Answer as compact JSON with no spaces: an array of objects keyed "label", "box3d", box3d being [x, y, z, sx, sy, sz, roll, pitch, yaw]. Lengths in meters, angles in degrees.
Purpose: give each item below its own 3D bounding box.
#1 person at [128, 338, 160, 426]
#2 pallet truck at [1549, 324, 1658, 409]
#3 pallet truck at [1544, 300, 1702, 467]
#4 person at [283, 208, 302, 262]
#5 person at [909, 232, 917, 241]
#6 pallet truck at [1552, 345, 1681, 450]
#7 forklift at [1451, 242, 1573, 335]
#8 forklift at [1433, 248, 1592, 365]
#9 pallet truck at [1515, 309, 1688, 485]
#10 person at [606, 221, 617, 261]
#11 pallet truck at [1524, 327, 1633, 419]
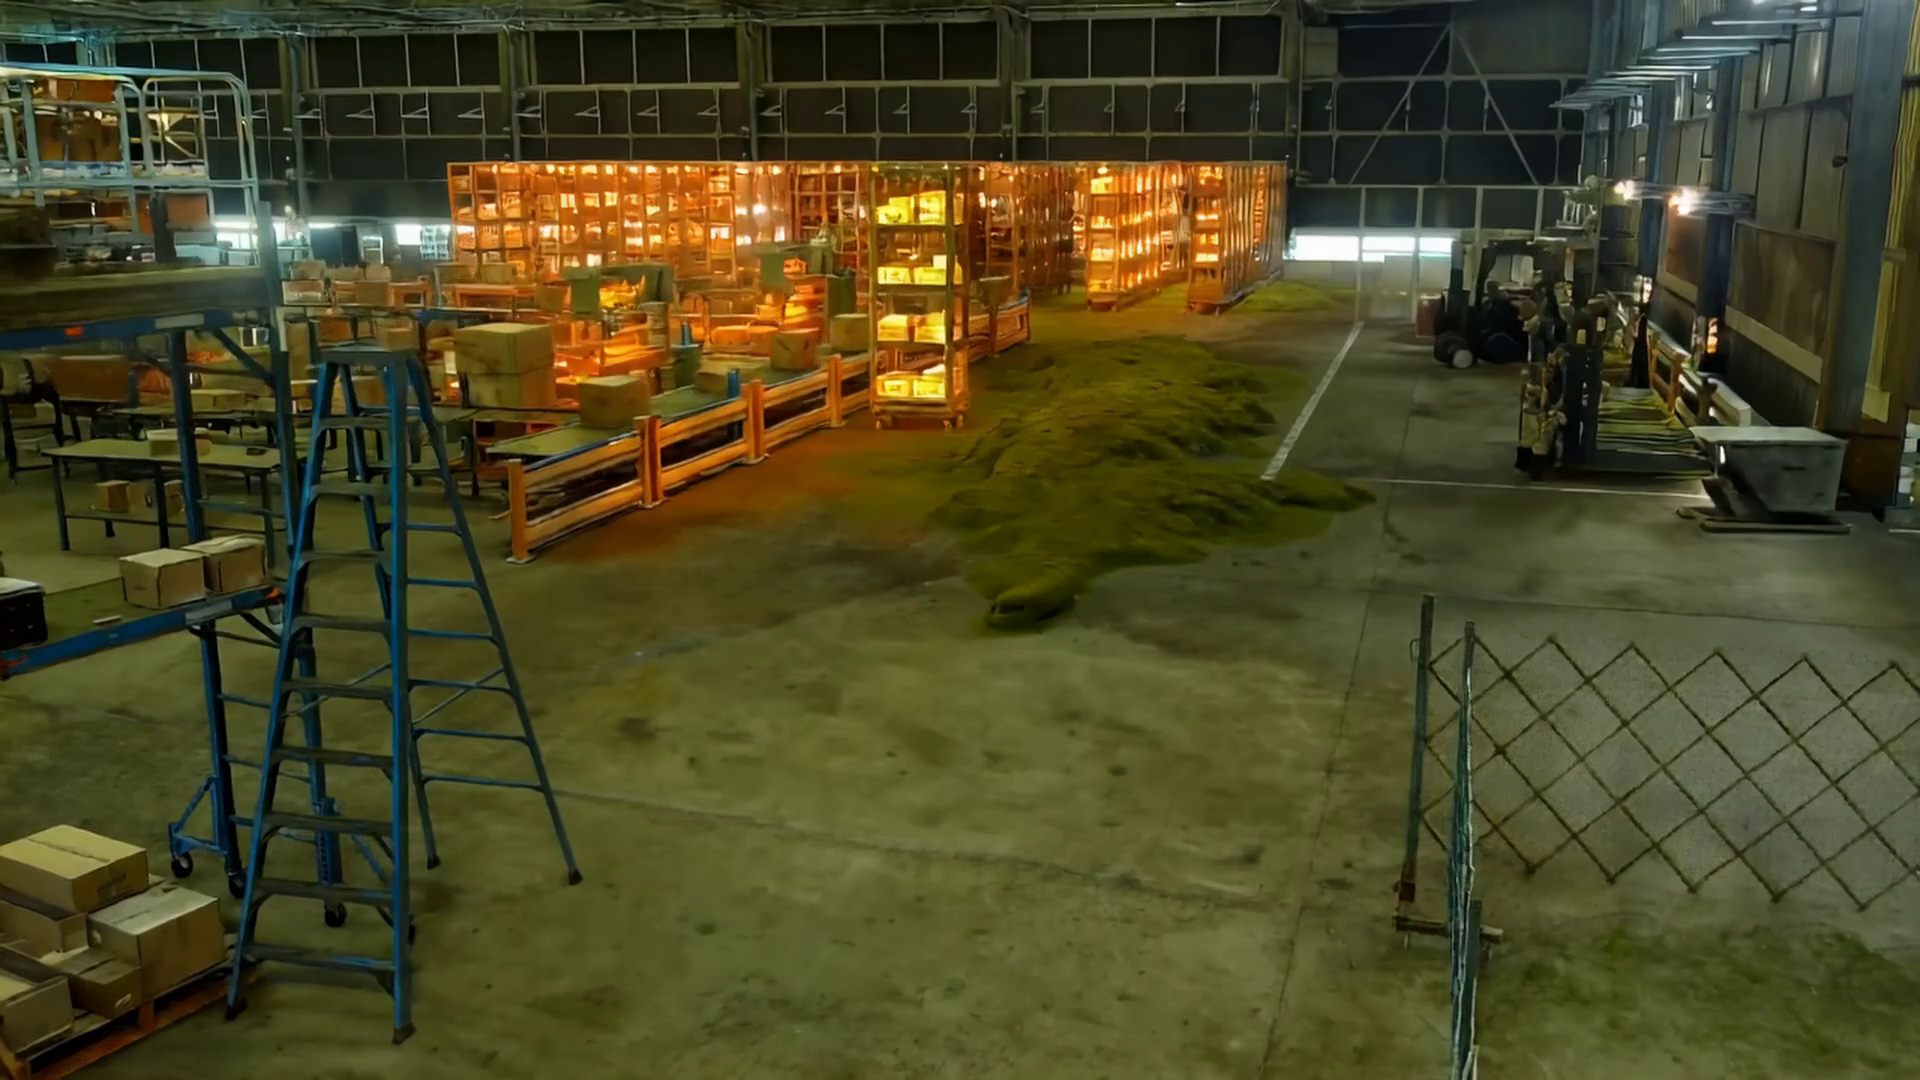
[{"label":"person","box3d":[-11.328,-2.609,23.490,1.062,1.982,0.637,-6,15,-26]},{"label":"pallet truck","box3d":[9.824,-2.669,25.407,1.601,1.201,0.680,4,14,16]},{"label":"pallet truck","box3d":[8.263,-1.952,20.631,1.885,1.965,0.823,5,14,20]},{"label":"person","box3d":[-23.761,-10.861,59.301,0.617,1.922,0.895,-9,16,-34]},{"label":"person","box3d":[-1.407,-8.550,49.616,0.874,1.784,0.611,4,14,16]},{"label":"pallet truck","box3d":[8.641,-1.896,21.908,1.630,1.274,0.653,4,14,16]},{"label":"forklift","box3d":[10.464,-4.597,31.405,2.680,1.987,1.157,4,14,16]},{"label":"forklift","box3d":[9.780,-4.111,29.280,2.680,1.987,1.157,3,13,14]},{"label":"pallet truck","box3d":[7.554,-1.677,19.446,1.885,1.965,0.823,3,13,14]},{"label":"person","box3d":[-10.721,-8.828,50.439,1.002,1.959,0.601,0,13,-2]},{"label":"pallet truck","box3d":[9.065,-2.460,24.370,1.522,1.261,0.704,3,13,14]}]
